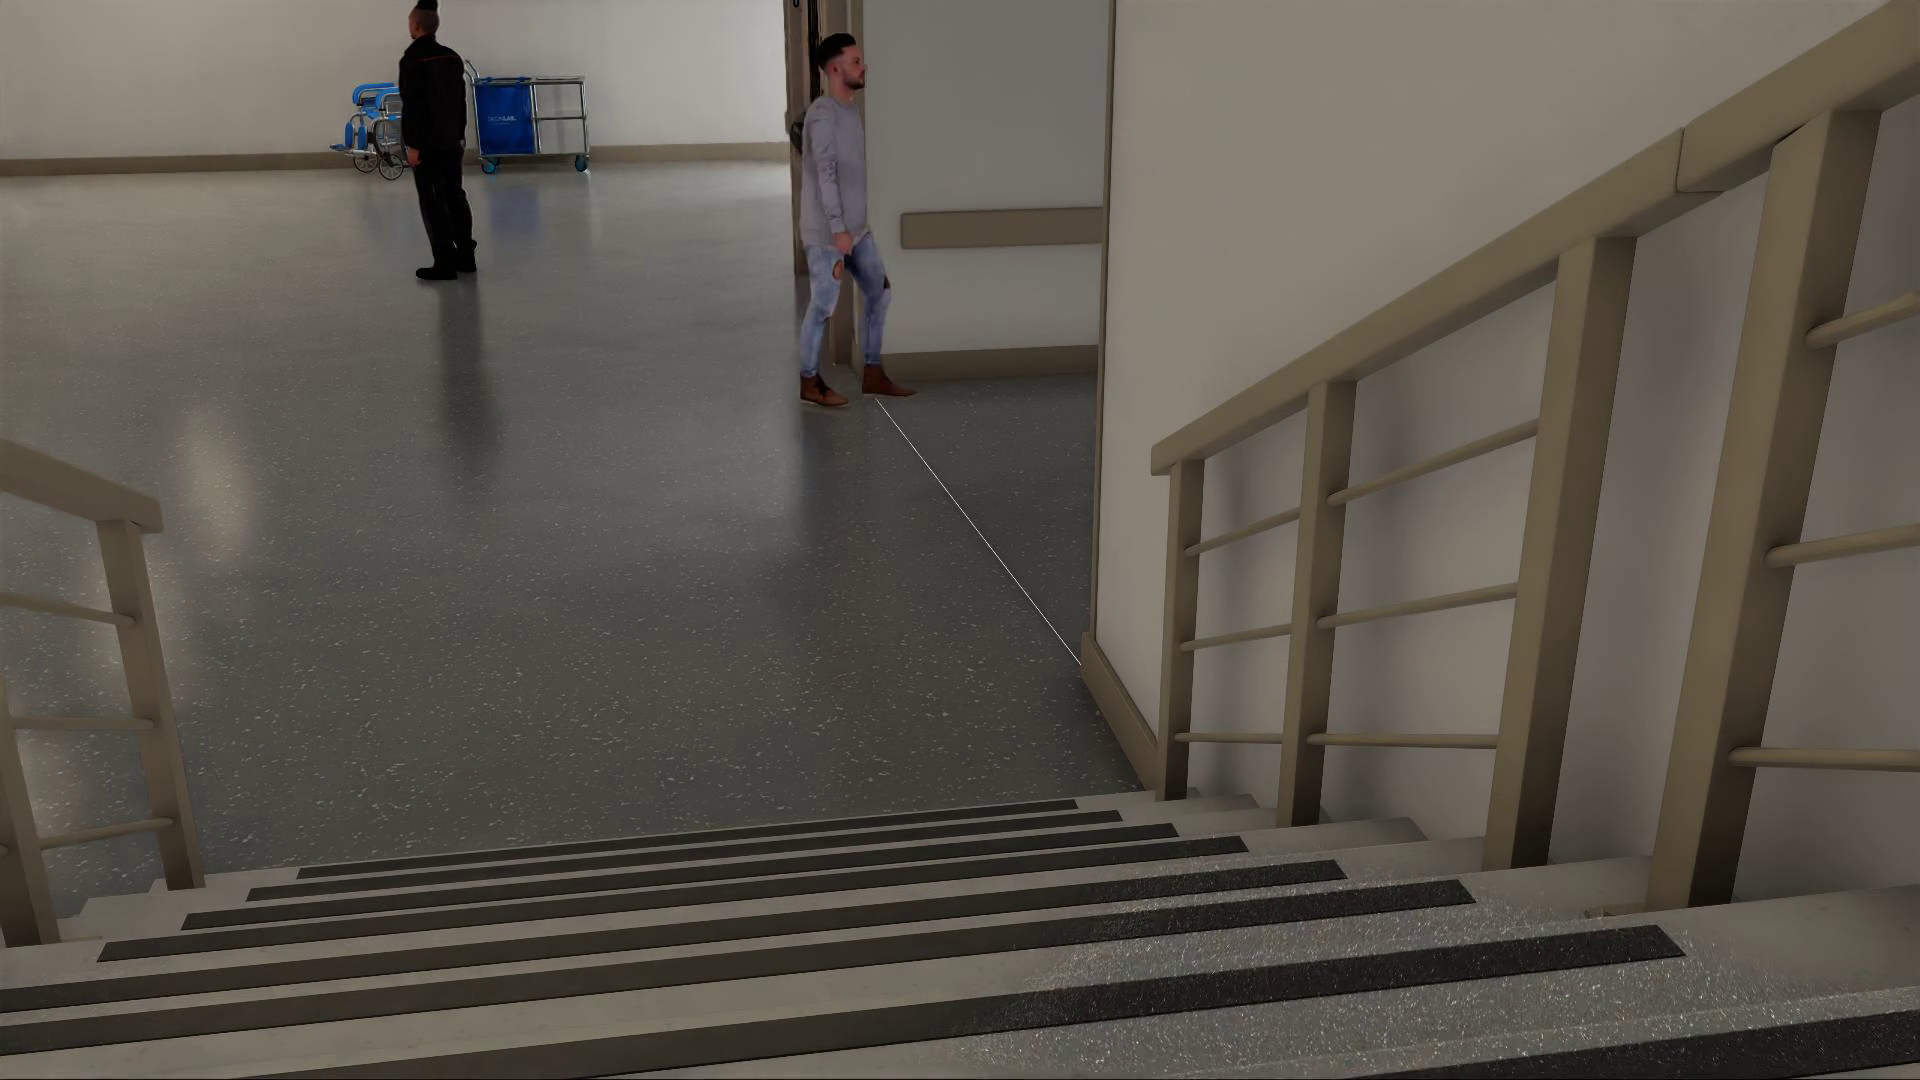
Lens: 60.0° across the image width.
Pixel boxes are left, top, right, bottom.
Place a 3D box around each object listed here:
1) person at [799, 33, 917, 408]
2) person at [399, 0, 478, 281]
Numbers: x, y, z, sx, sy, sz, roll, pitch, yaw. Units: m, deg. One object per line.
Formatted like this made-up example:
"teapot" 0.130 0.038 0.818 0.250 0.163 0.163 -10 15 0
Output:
"person" -0.694 -1.548 8.227 0.959 1.818 0.909 8 22 20
"person" -3.551 -2.719 11.258 0.920 1.862 0.762 7 22 17
